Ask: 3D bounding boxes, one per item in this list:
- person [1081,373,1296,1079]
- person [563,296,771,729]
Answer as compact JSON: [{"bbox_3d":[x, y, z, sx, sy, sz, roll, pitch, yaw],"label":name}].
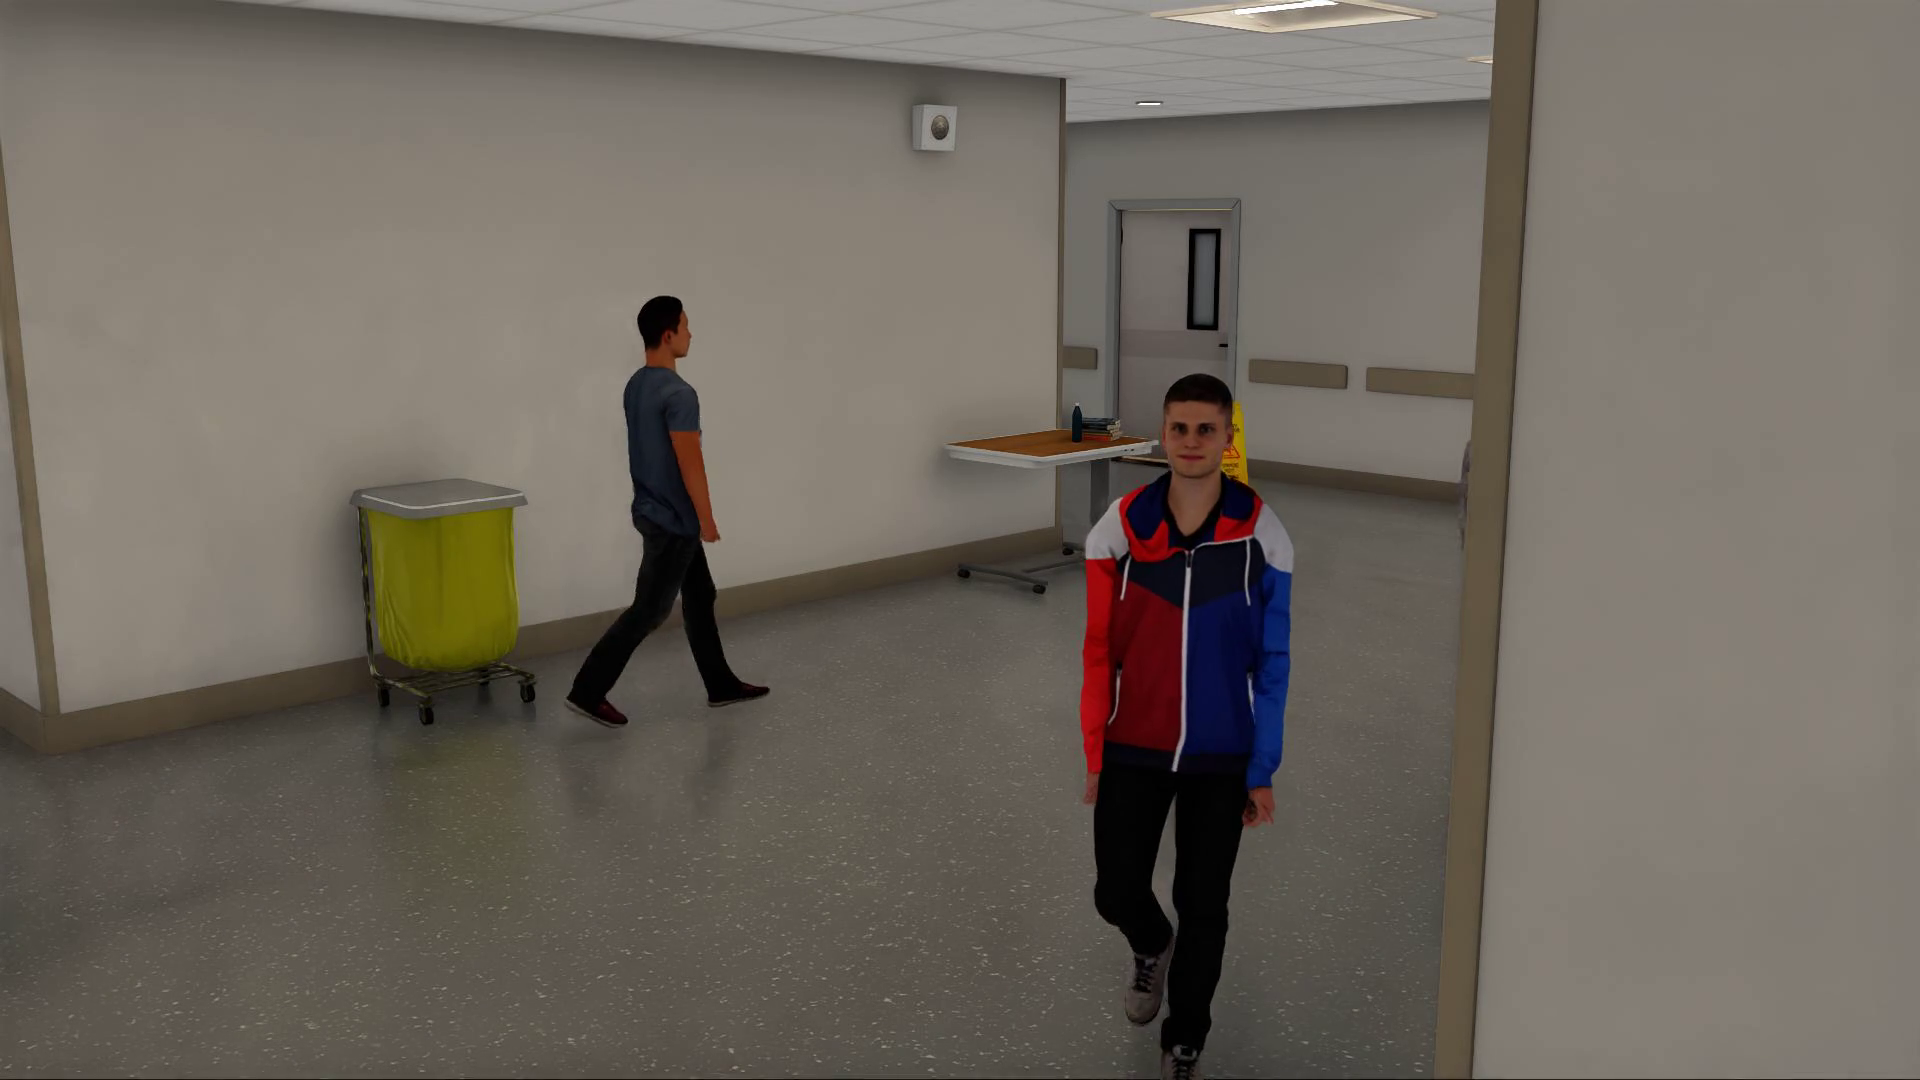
[{"bbox_3d":[0.539,0.474,4.037,0.875,1.749,0.921,2,11,10],"label":"person"},{"bbox_3d":[-1.290,-0.074,6.873,0.948,1.768,1.177,-6,12,-28],"label":"person"}]
